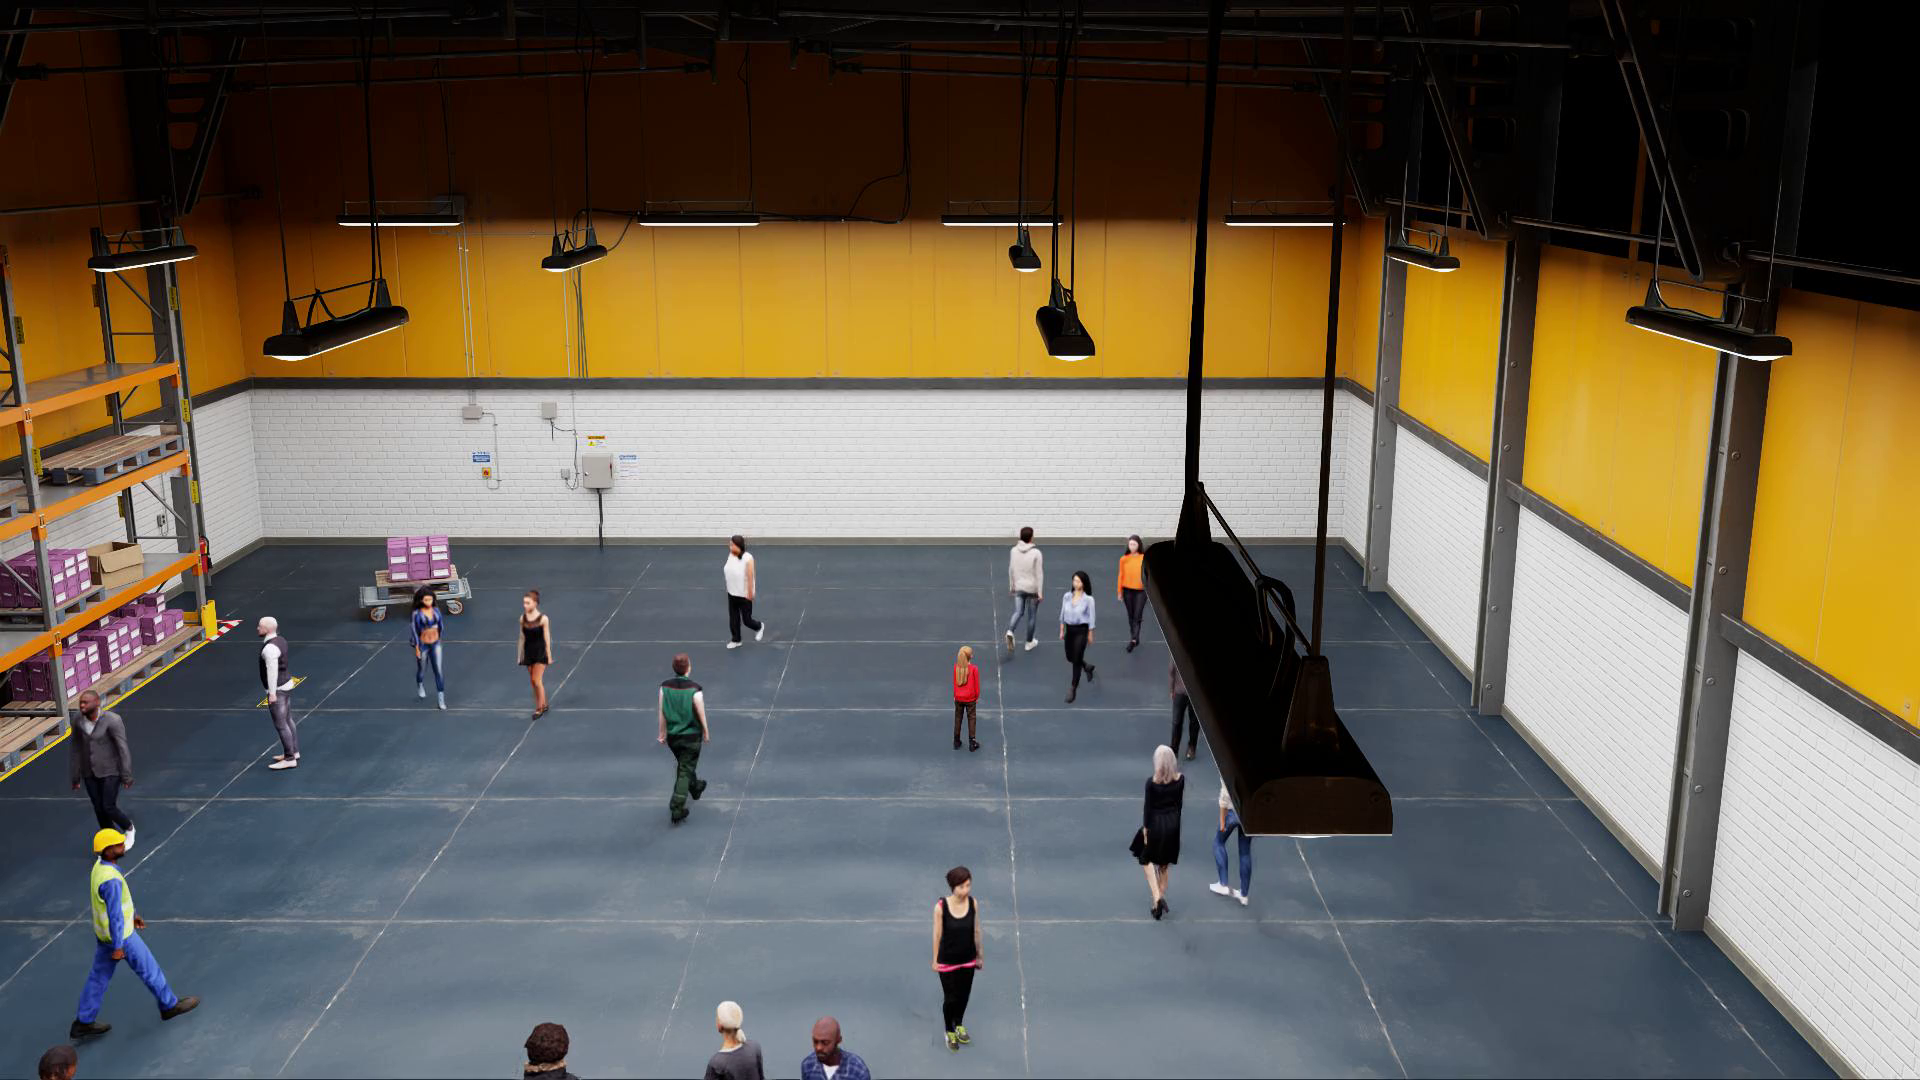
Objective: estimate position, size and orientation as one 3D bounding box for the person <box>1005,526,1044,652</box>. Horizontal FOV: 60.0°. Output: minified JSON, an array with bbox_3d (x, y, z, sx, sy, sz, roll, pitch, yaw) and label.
[{"bbox_3d":[0.902,0.730,23.796,0.967,1.836,1.152,7,15,27],"label":"person"}]

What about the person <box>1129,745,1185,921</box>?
[{"bbox_3d":[1.927,2.774,15.567,0.747,1.738,0.817,-4,14,-17],"label":"person"}]

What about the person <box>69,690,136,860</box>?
[{"bbox_3d":[-8.756,2.371,17.085,0.775,1.805,0.751,2,14,9],"label":"person"}]

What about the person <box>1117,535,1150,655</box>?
[{"bbox_3d":[2.533,0.763,23.930,0.900,1.709,1.177,5,15,20],"label":"person"}]

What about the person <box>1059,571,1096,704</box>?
[{"bbox_3d":[1.584,1.243,21.916,0.999,1.725,1.133,9,16,33],"label":"person"}]

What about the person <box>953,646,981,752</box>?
[{"bbox_3d":[0.066,1.905,20.127,0.549,1.280,0.570,5,15,21],"label":"person"}]

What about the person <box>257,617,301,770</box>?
[{"bbox_3d":[-8.000,1.774,19.520,0.788,1.820,0.599,-3,14,-12],"label":"person"}]

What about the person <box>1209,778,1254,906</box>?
[{"bbox_3d":[2.727,2.693,15.963,0.726,1.707,0.765,-4,14,-17],"label":"person"}]

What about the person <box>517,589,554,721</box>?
[{"bbox_3d":[-5.362,1.439,21.236,0.725,1.663,0.811,5,15,21],"label":"person"}]

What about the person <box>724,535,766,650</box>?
[{"bbox_3d":[-3.146,0.734,24.120,0.966,1.676,0.906,-13,19,-43],"label":"person"}]

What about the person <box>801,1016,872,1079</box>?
[{"bbox_3d":[-0.769,3.892,10.846,0.846,1.786,1.190,3,14,13],"label":"person"}]

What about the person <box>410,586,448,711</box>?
[{"bbox_3d":[-6.944,1.392,21.609,0.996,1.580,1.140,-10,17,-35],"label":"person"}]

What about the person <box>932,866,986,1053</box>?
[{"bbox_3d":[-0.056,3.362,13.561,0.656,1.539,0.695,-6,15,-25],"label":"person"}]

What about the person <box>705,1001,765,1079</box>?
[{"bbox_3d":[-1.425,3.897,11.009,1.002,1.700,1.072,-13,19,-42],"label":"person"}]

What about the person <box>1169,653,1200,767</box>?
[{"bbox_3d":[2.738,1.787,19.660,1.166,1.730,0.889,0,14,2],"label":"person"}]

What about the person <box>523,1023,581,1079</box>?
[{"bbox_3d":[-2.595,3.979,10.606,0.758,1.729,1.147,-2,14,-9],"label":"person"}]

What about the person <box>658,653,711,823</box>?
[{"bbox_3d":[-3.016,2.157,17.998,0.916,1.792,1.237,5,14,18],"label":"person"}]

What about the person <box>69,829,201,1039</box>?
[{"bbox_3d":[-6.982,3.234,13.594,1.228,1.771,1.201,-12,18,-40],"label":"person"}]
